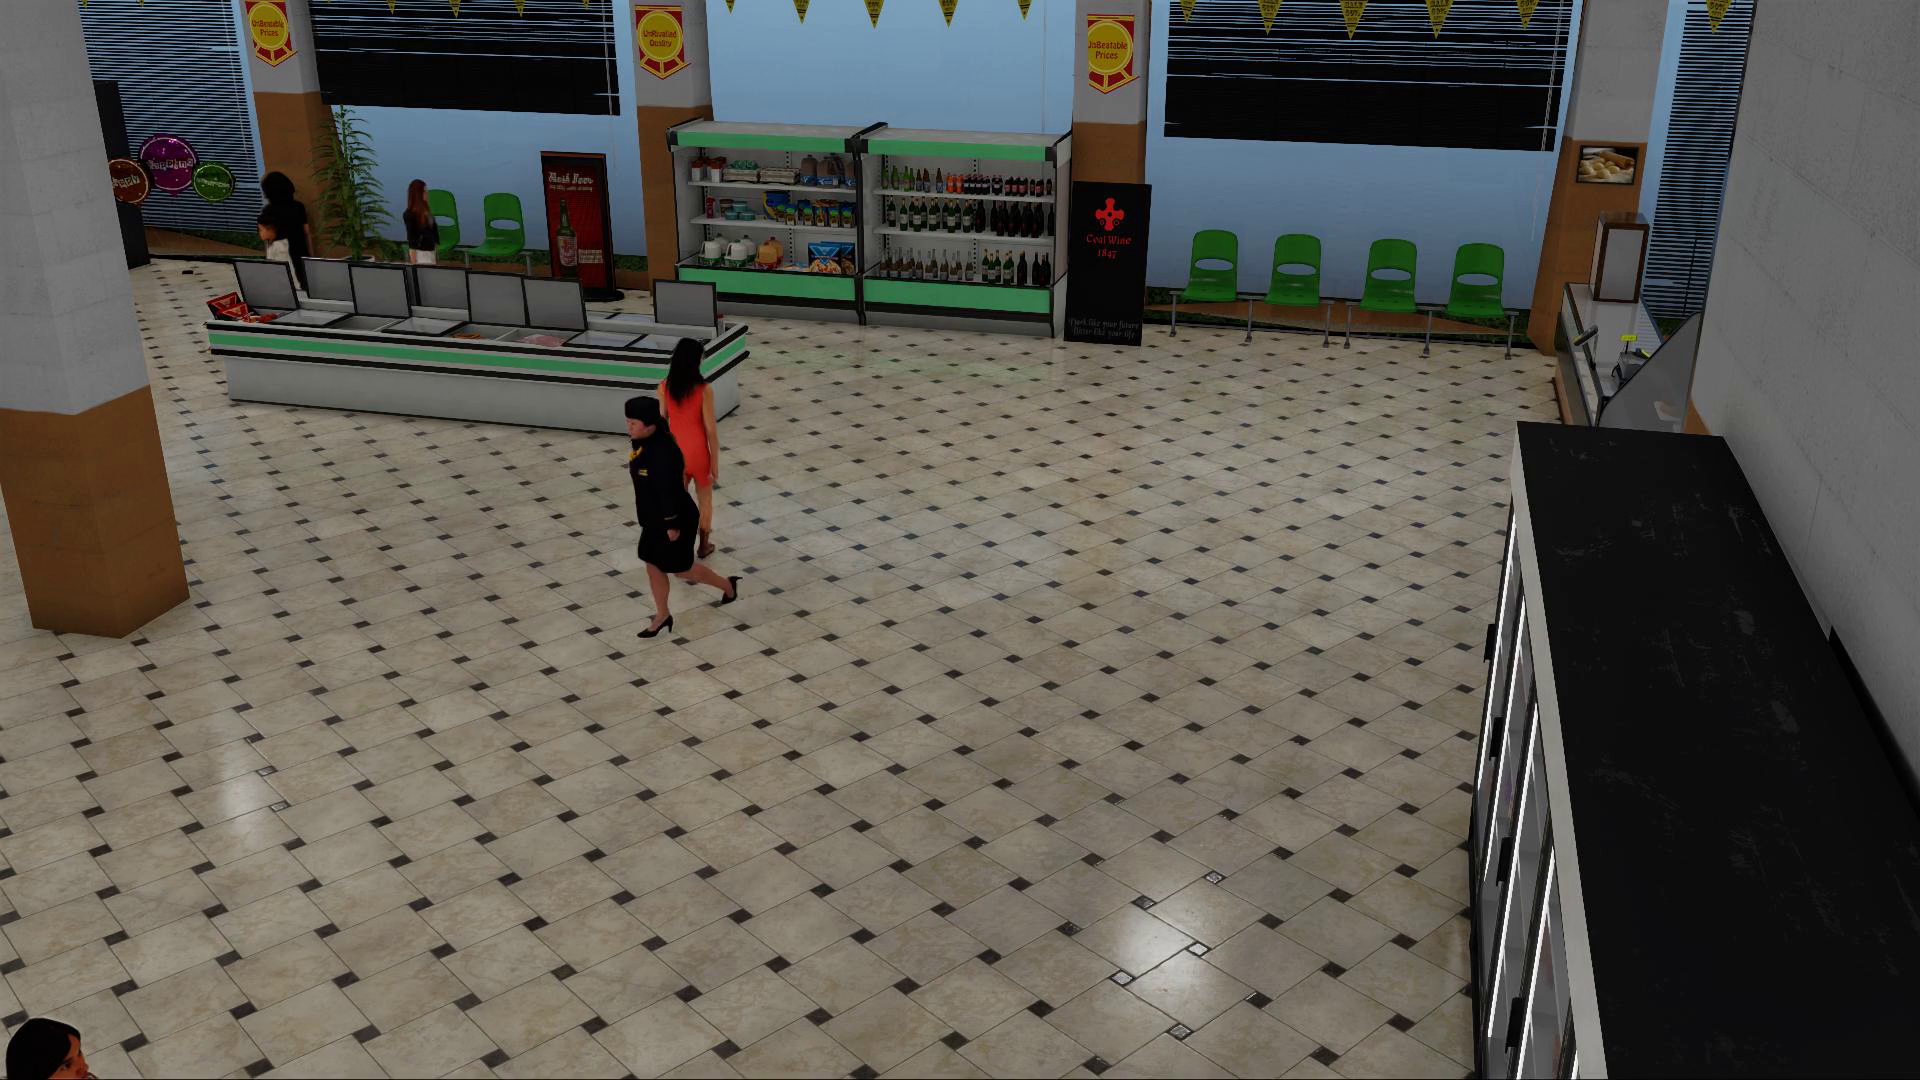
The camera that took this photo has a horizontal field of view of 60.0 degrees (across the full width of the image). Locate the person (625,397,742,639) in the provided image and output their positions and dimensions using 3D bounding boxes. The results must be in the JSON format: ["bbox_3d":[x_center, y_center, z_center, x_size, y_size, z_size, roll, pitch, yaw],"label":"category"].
[{"bbox_3d":[-1.821,-0.144,10.821,1.103,1.639,1.034,-11,24,-25],"label":"person"}]

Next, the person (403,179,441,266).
[{"bbox_3d":[-5.885,-3.058,18.033,1.031,1.669,0.671,4,22,9],"label":"person"}]

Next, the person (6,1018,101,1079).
[{"bbox_3d":[-2.656,2.156,5.087,0.647,1.645,0.711,-1,22,-3],"label":"person"}]

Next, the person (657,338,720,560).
[{"bbox_3d":[-1.932,-0.547,11.738,0.768,1.703,0.780,-1,22,-3],"label":"person"}]

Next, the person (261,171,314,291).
[{"bbox_3d":[-7.077,-2.991,17.668,0.988,1.817,1.069,-14,26,-32],"label":"person"}]

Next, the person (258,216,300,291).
[{"bbox_3d":[-7.002,-2.682,17.411,0.741,1.435,0.649,-17,28,-36],"label":"person"}]
